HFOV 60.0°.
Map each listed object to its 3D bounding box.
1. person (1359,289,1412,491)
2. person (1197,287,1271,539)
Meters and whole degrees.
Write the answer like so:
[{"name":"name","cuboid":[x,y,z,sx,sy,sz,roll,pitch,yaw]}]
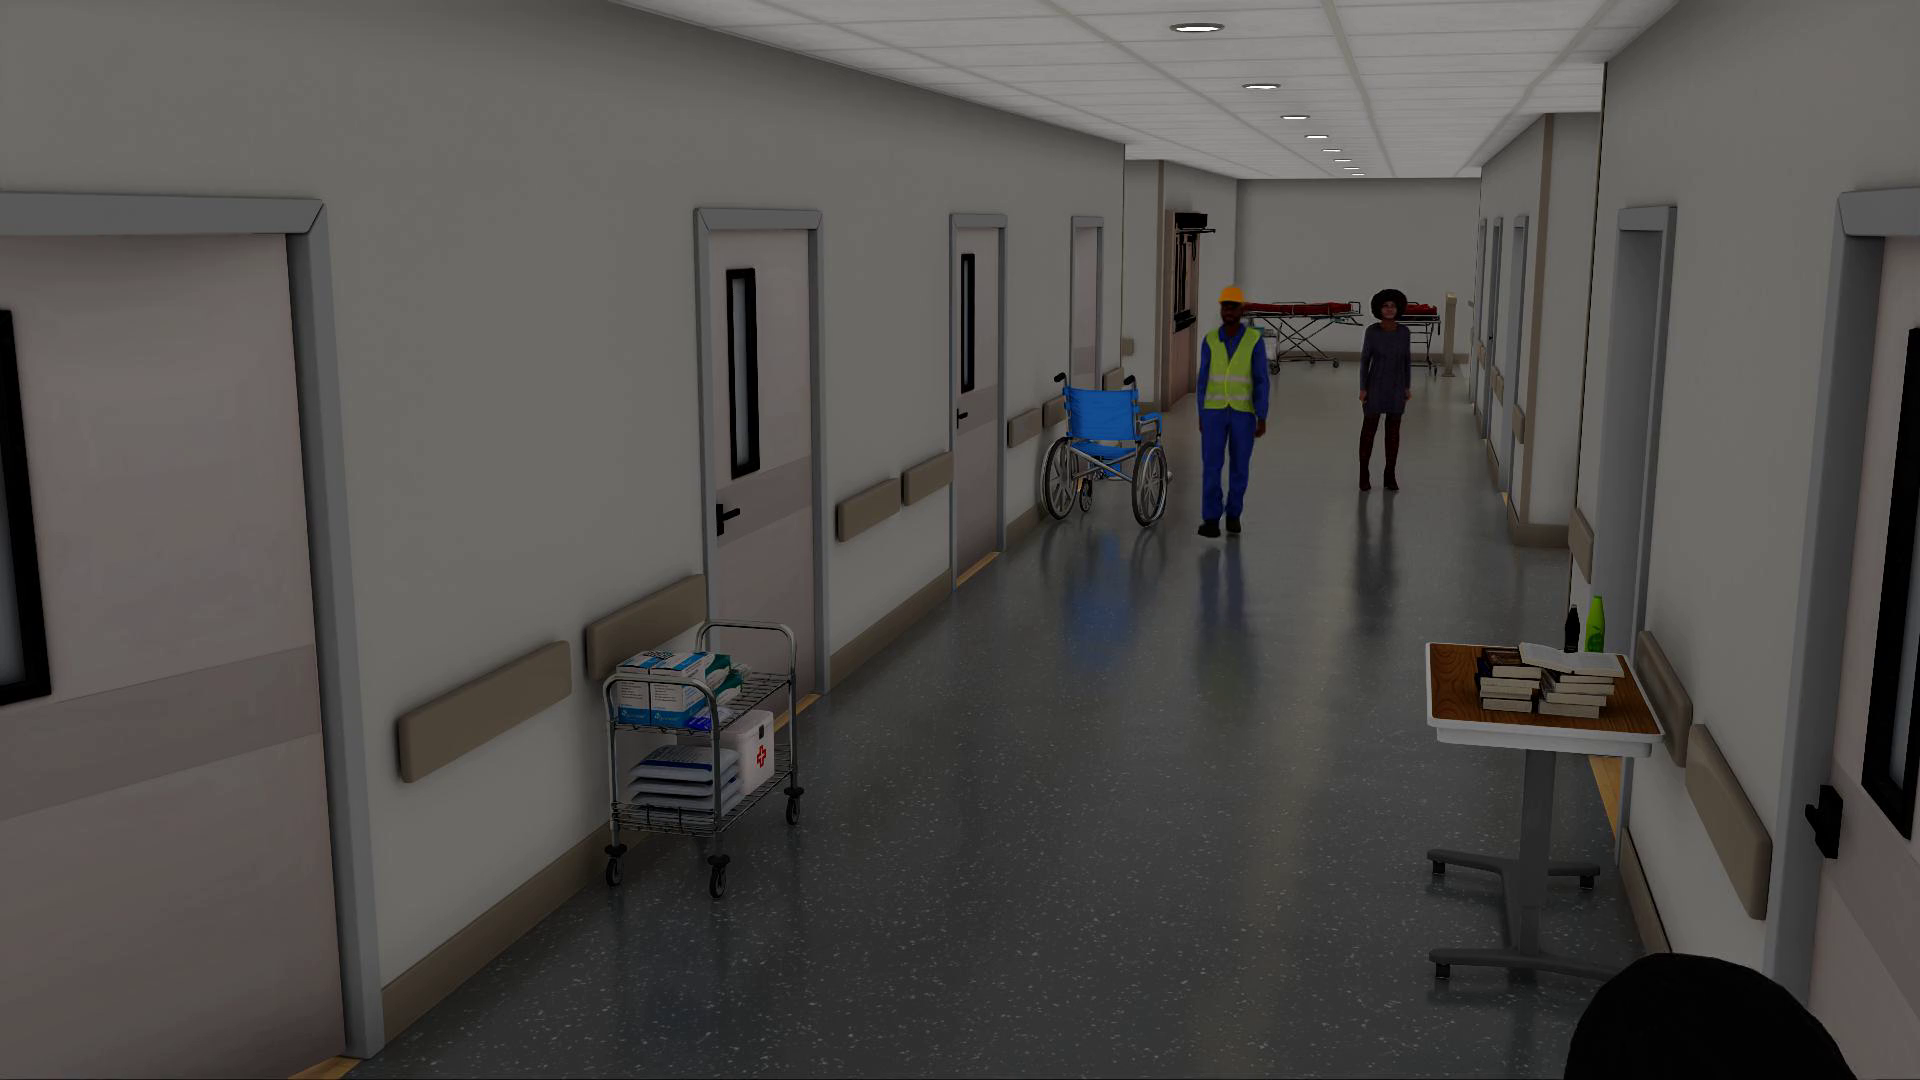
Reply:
[{"name":"person","cuboid":[3.622,-1.279,14.175,0.642,1.710,0.595,0,11,0]},{"name":"person","cuboid":[1.977,-0.913,12.048,0.668,1.784,1.054,3,11,14]}]
